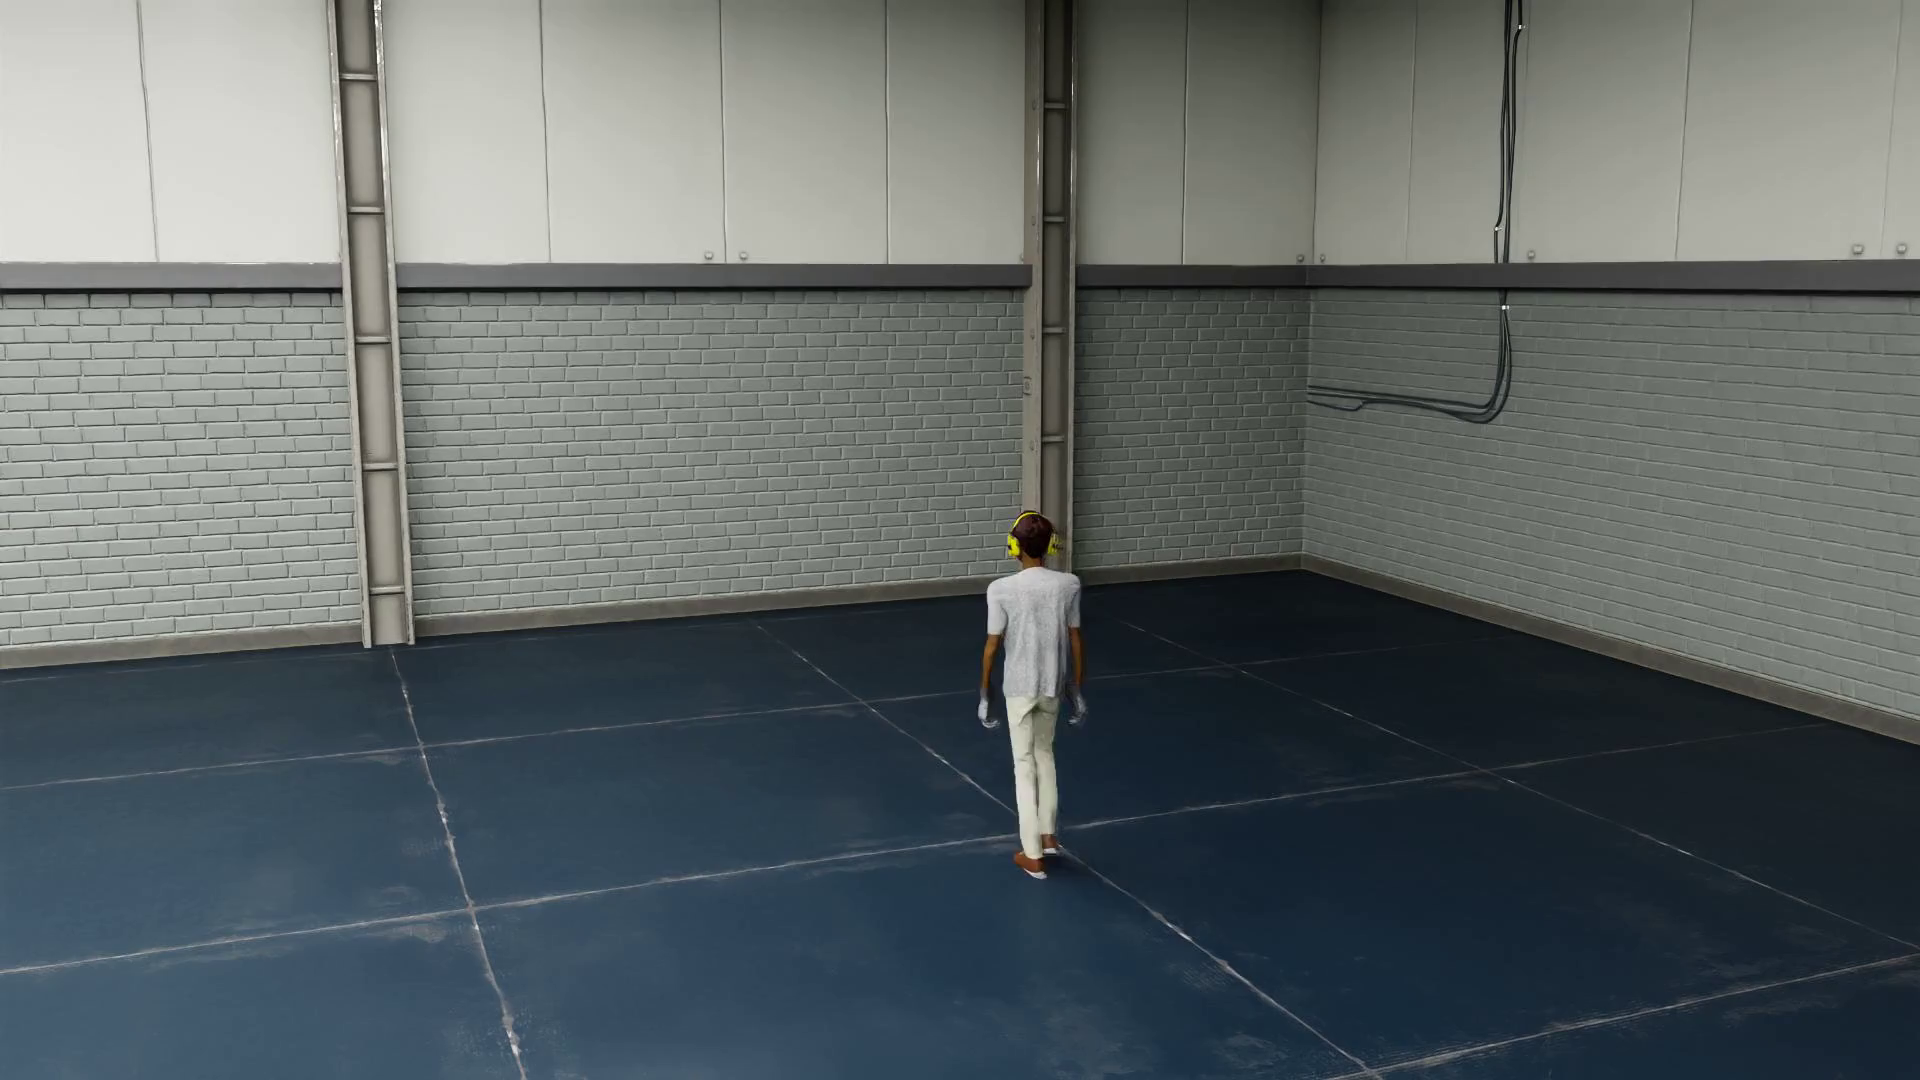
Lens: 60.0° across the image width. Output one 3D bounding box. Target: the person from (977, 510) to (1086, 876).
[{"bbox_3d":[0.348,0.767,8.467,0.551,1.857,0.494,-3,10,-19],"label":"person"}]
